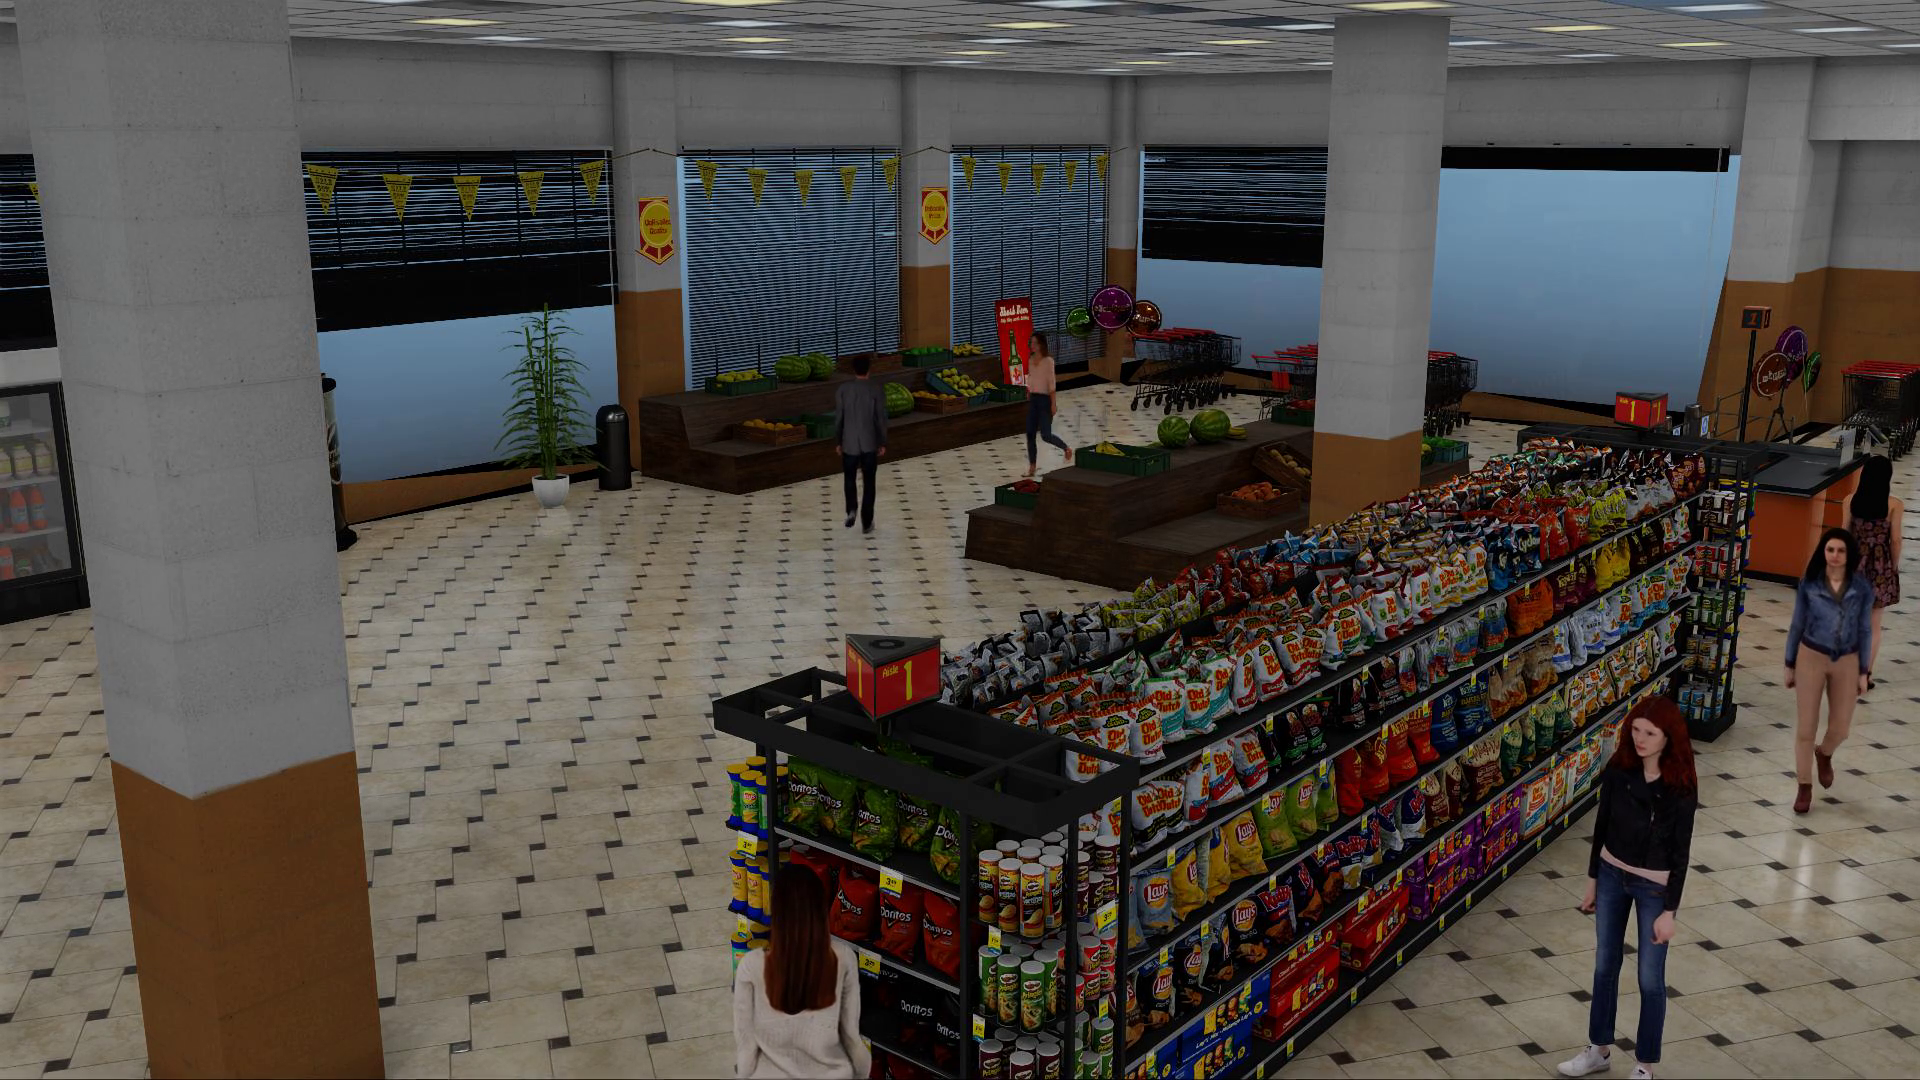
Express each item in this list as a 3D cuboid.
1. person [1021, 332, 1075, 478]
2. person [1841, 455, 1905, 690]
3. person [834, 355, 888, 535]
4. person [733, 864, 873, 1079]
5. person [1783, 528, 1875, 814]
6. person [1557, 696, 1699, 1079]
[{"bbox_3d":[1.060,-1.637,20.130,1.031,1.764,0.734,-10,17,-36],"label":"person"},{"bbox_3d":[6.732,0.241,12.366,0.672,1.775,0.675,10,17,34],"label":"person"},{"bbox_3d":[-1.039,-0.963,17.153,0.869,1.857,0.915,1,14,4],"label":"person"},{"bbox_3d":[-0.536,1.908,5.674,0.685,1.689,0.767,-3,14,-11],"label":"person"},{"bbox_3d":[5.298,0.780,10.164,0.713,1.764,0.837,7,15,26],"label":"person"},{"bbox_3d":[2.885,1.512,7.092,0.612,1.790,0.617,-10,17,-36],"label":"person"}]
